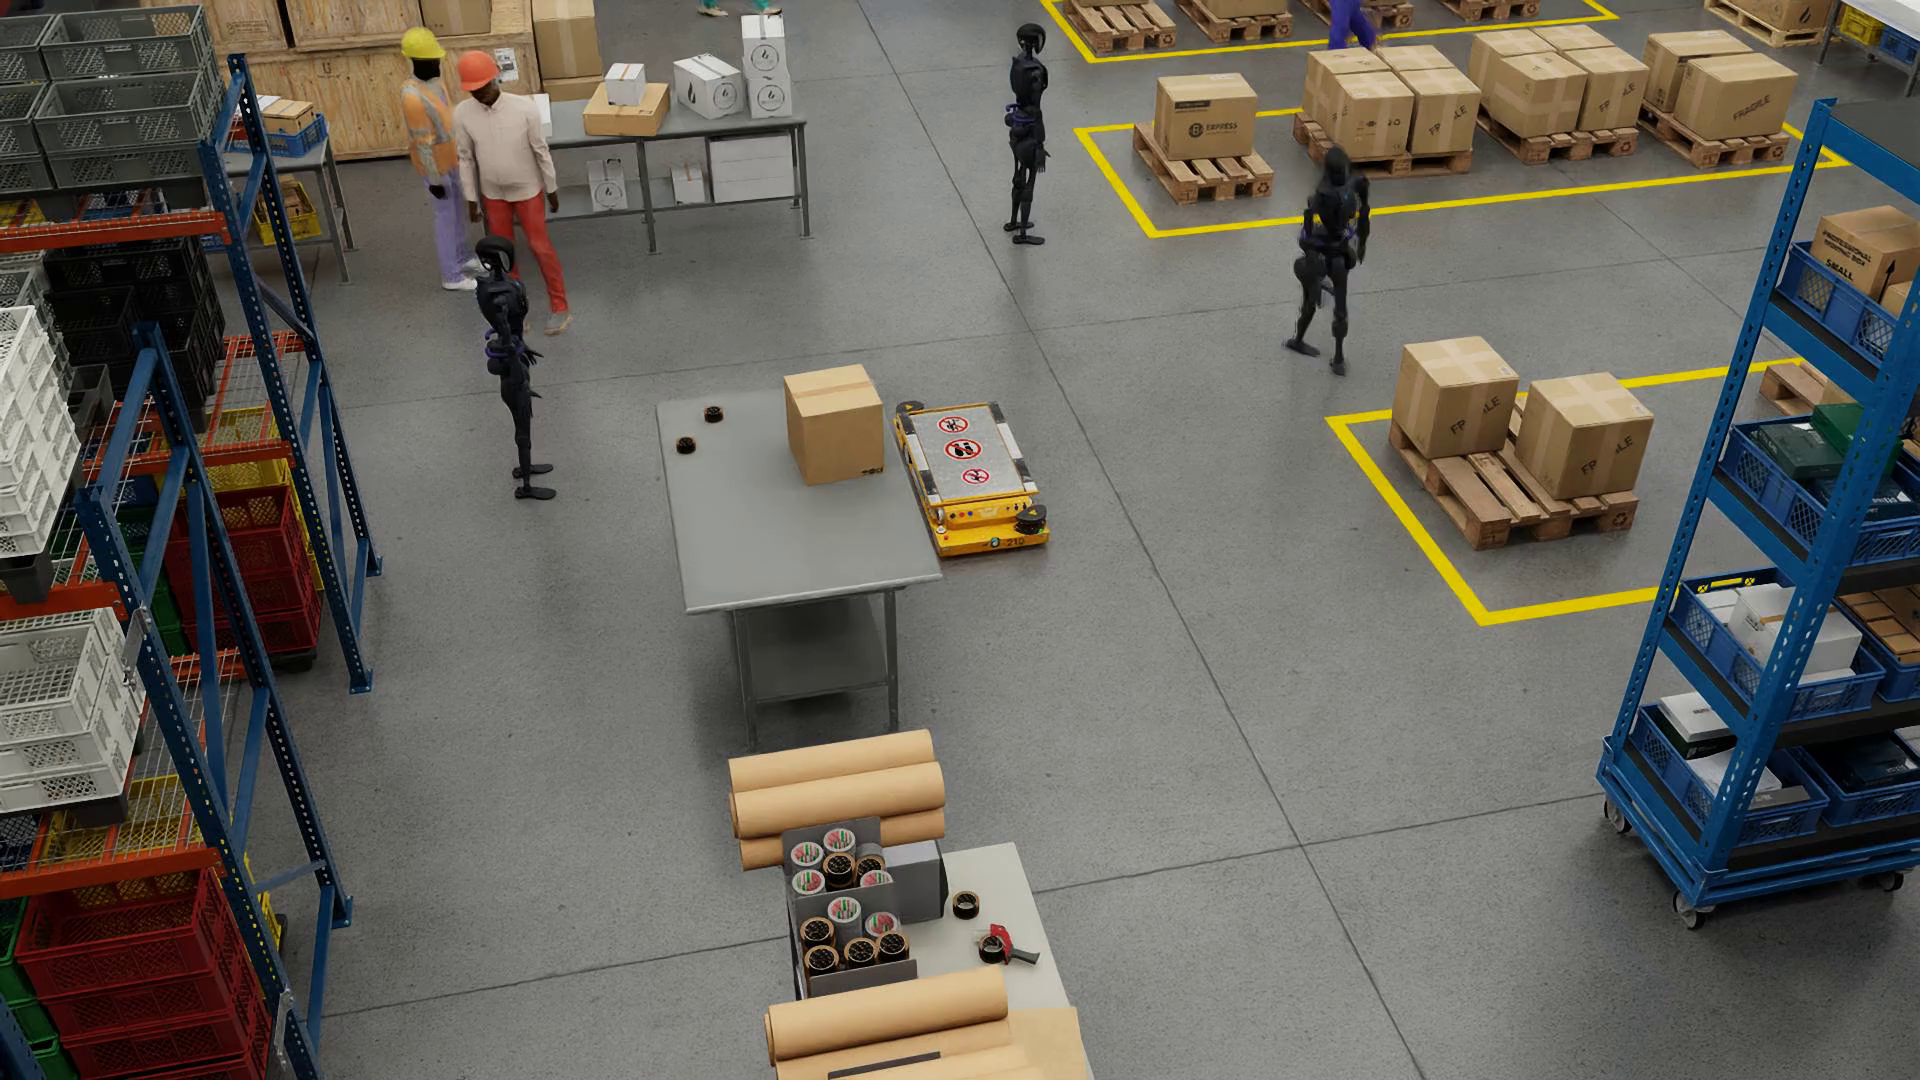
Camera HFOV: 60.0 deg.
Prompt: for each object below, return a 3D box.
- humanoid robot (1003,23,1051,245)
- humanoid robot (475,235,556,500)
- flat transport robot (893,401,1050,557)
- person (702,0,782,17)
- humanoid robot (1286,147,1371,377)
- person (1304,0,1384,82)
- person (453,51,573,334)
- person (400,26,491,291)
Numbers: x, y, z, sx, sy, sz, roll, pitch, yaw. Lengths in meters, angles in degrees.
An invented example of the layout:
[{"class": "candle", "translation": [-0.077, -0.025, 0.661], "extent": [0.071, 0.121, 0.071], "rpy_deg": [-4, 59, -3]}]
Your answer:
[{"class": "humanoid robot", "translation": [0.511, -3.052, 12.464], "extent": [0.310, 1.656, 0.610], "rpy_deg": [-8, 37, -11]}, {"class": "humanoid robot", "translation": [-2.598, -1.023, 9.737], "extent": [0.310, 1.657, 0.610], "rpy_deg": [-8, 37, -11]}, {"class": "flat transport robot", "translation": [0.046, -0.430, 10.108], "extent": [0.652, 0.197, 1.431], "rpy_deg": [-8, 37, -10]}, {"class": "person", "translation": [-2.238, -5.924, 16.295], "extent": [0.903, 1.705, 0.540], "rpy_deg": [16, 40, 20]}, {"class": "humanoid robot", "translation": [2.432, -1.847, 10.884], "extent": [0.622, 1.608, 0.667], "rpy_deg": [-12, 38, -16]}, {"class": "person", "translation": [3.611, -5.184, 15.038], "extent": [0.891, 2.000, 0.677], "rpy_deg": [-14, 39, -19]}, {"class": "person", "translation": [-3.054, -2.355, 11.289], "extent": [0.618, 1.978, 0.454], "rpy_deg": [2, 37, 3]}, {"class": "person", "translation": [-3.681, -2.697, 11.797], "extent": [0.377, 1.924, 0.592], "rpy_deg": [-1, 37, -1]}]
